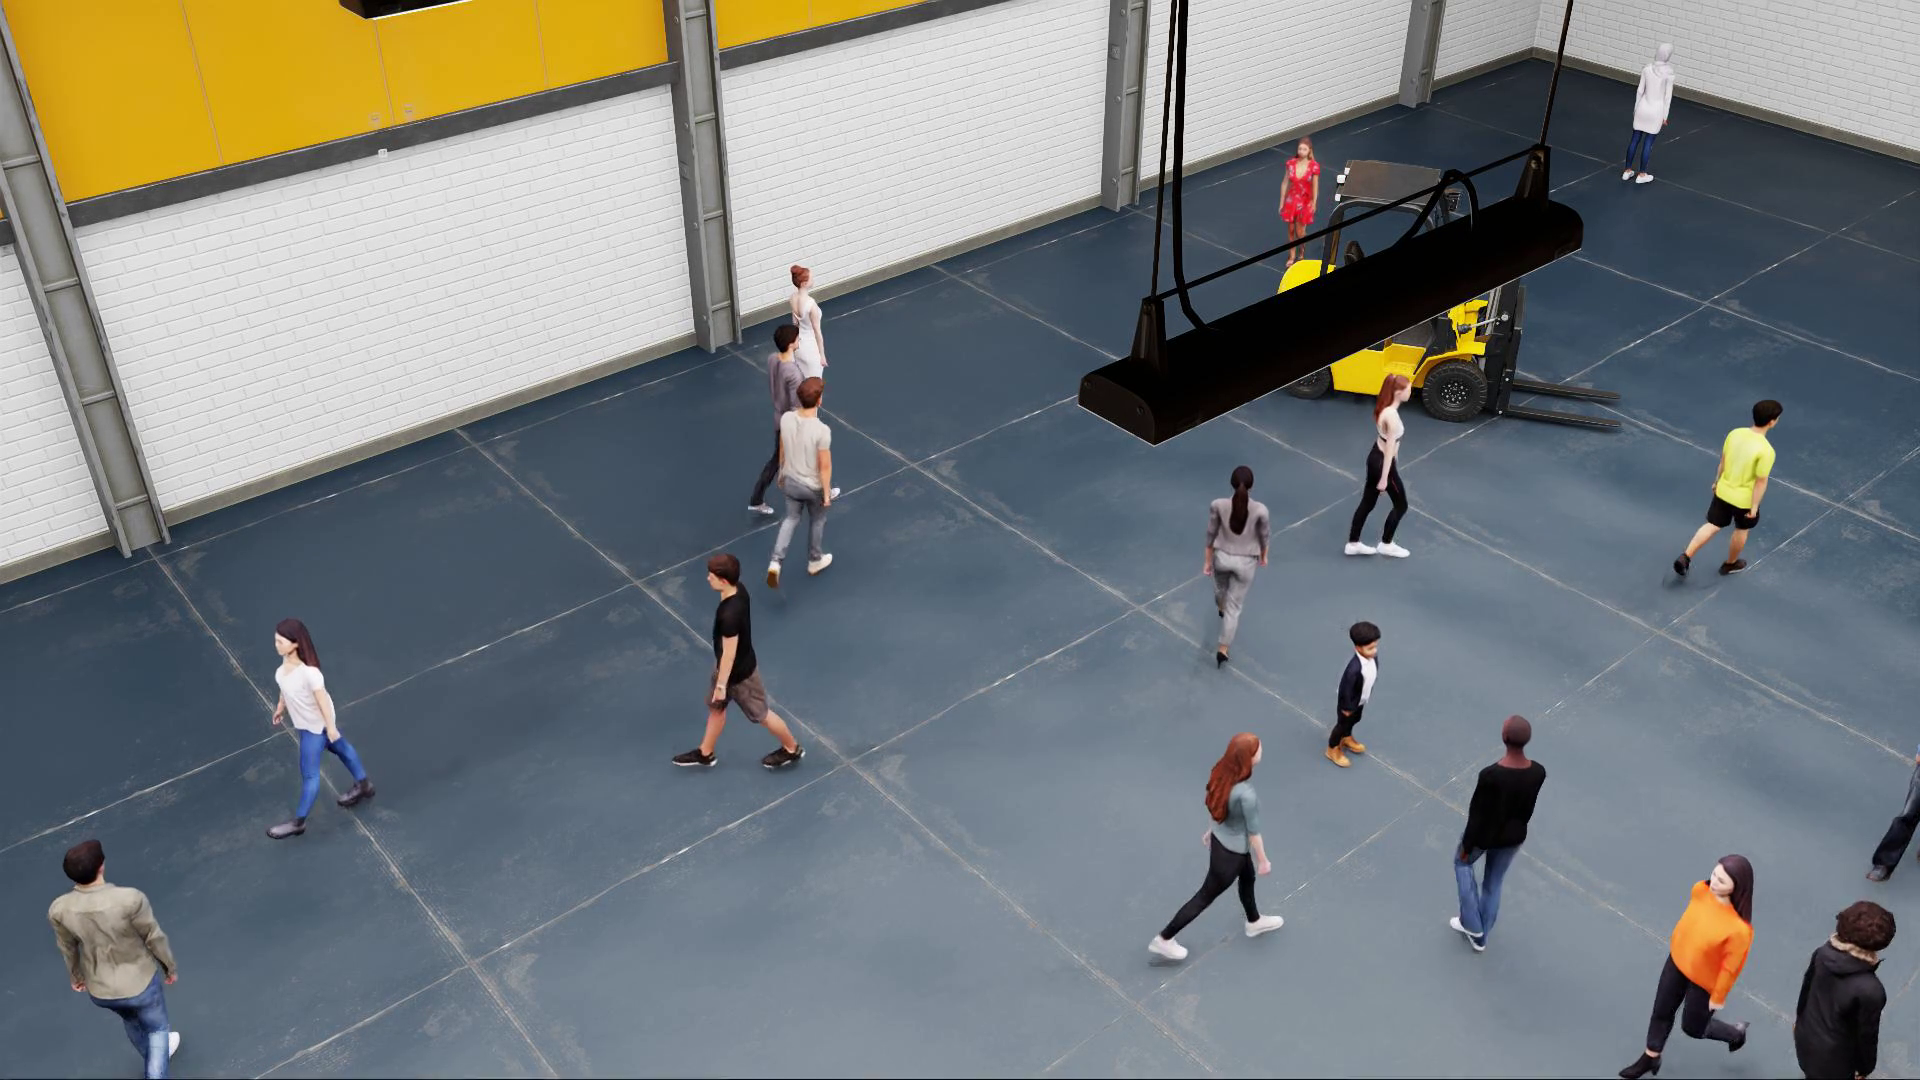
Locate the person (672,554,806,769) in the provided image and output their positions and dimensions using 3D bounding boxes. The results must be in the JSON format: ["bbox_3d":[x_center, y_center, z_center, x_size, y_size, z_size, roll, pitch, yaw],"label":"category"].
[{"bbox_3d":[-1.472,0.898,11.641,1.298,1.819,1.094,-4,34,-6],"label":"person"}]

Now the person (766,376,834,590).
[{"bbox_3d":[-1.315,-0.421,13.582,0.965,1.867,1.158,12,36,18],"label":"person"}]

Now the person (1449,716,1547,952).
[{"bbox_3d":[3.334,1.878,10.241,0.694,1.736,0.791,-5,34,-8],"label":"person"}]

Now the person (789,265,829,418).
[{"bbox_3d":[-1.446,-1.769,15.677,0.461,1.793,0.567,-24,41,-32],"label":"person"}]

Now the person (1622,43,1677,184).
[{"bbox_3d":[8.810,-5.460,21.246,0.519,1.775,0.603,-25,41,-32],"label":"person"}]

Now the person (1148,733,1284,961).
[{"bbox_3d":[1.571,1.933,10.190,1.234,1.701,0.968,-6,34,-10],"label":"person"}]

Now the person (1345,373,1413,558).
[{"bbox_3d":[3.457,-0.604,13.981,0.915,1.729,0.851,1,34,2],"label":"person"}]

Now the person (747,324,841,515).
[{"bbox_3d":[-1.549,-1.007,14.504,1.122,1.821,0.704,-24,40,-31],"label":"person"}]

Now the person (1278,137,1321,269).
[{"bbox_3d":[3.909,-3.872,19.031,0.678,1.581,0.726,19,38,27],"label":"person"}]

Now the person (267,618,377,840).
[{"bbox_3d":[-4.307,1.205,11.329,1.010,1.653,0.645,-22,40,-30],"label":"person"}]

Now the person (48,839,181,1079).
[{"bbox_3d":[-4.652,2.509,9.203,1.153,1.835,1.136,-6,34,-9],"label":"person"}]

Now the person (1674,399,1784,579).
[{"bbox_3d":[6.346,-0.377,13.681,1.051,1.684,0.759,-16,37,-23],"label":"person"}]

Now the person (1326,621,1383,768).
[{"bbox_3d":[2.818,1.079,11.914,0.587,1.215,0.443,26,42,34],"label":"person"}]

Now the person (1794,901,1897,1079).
[{"bbox_3d":[4.623,2.723,8.964,1.143,1.742,0.961,-3,34,-5],"label":"person"}]

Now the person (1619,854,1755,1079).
[{"bbox_3d":[4.243,2.440,9.398,1.077,1.734,0.890,-7,34,-11],"label":"person"}]

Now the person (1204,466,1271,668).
[{"bbox_3d":[2.094,0.249,12.786,0.950,1.633,1.149,12,36,18],"label":"person"}]
